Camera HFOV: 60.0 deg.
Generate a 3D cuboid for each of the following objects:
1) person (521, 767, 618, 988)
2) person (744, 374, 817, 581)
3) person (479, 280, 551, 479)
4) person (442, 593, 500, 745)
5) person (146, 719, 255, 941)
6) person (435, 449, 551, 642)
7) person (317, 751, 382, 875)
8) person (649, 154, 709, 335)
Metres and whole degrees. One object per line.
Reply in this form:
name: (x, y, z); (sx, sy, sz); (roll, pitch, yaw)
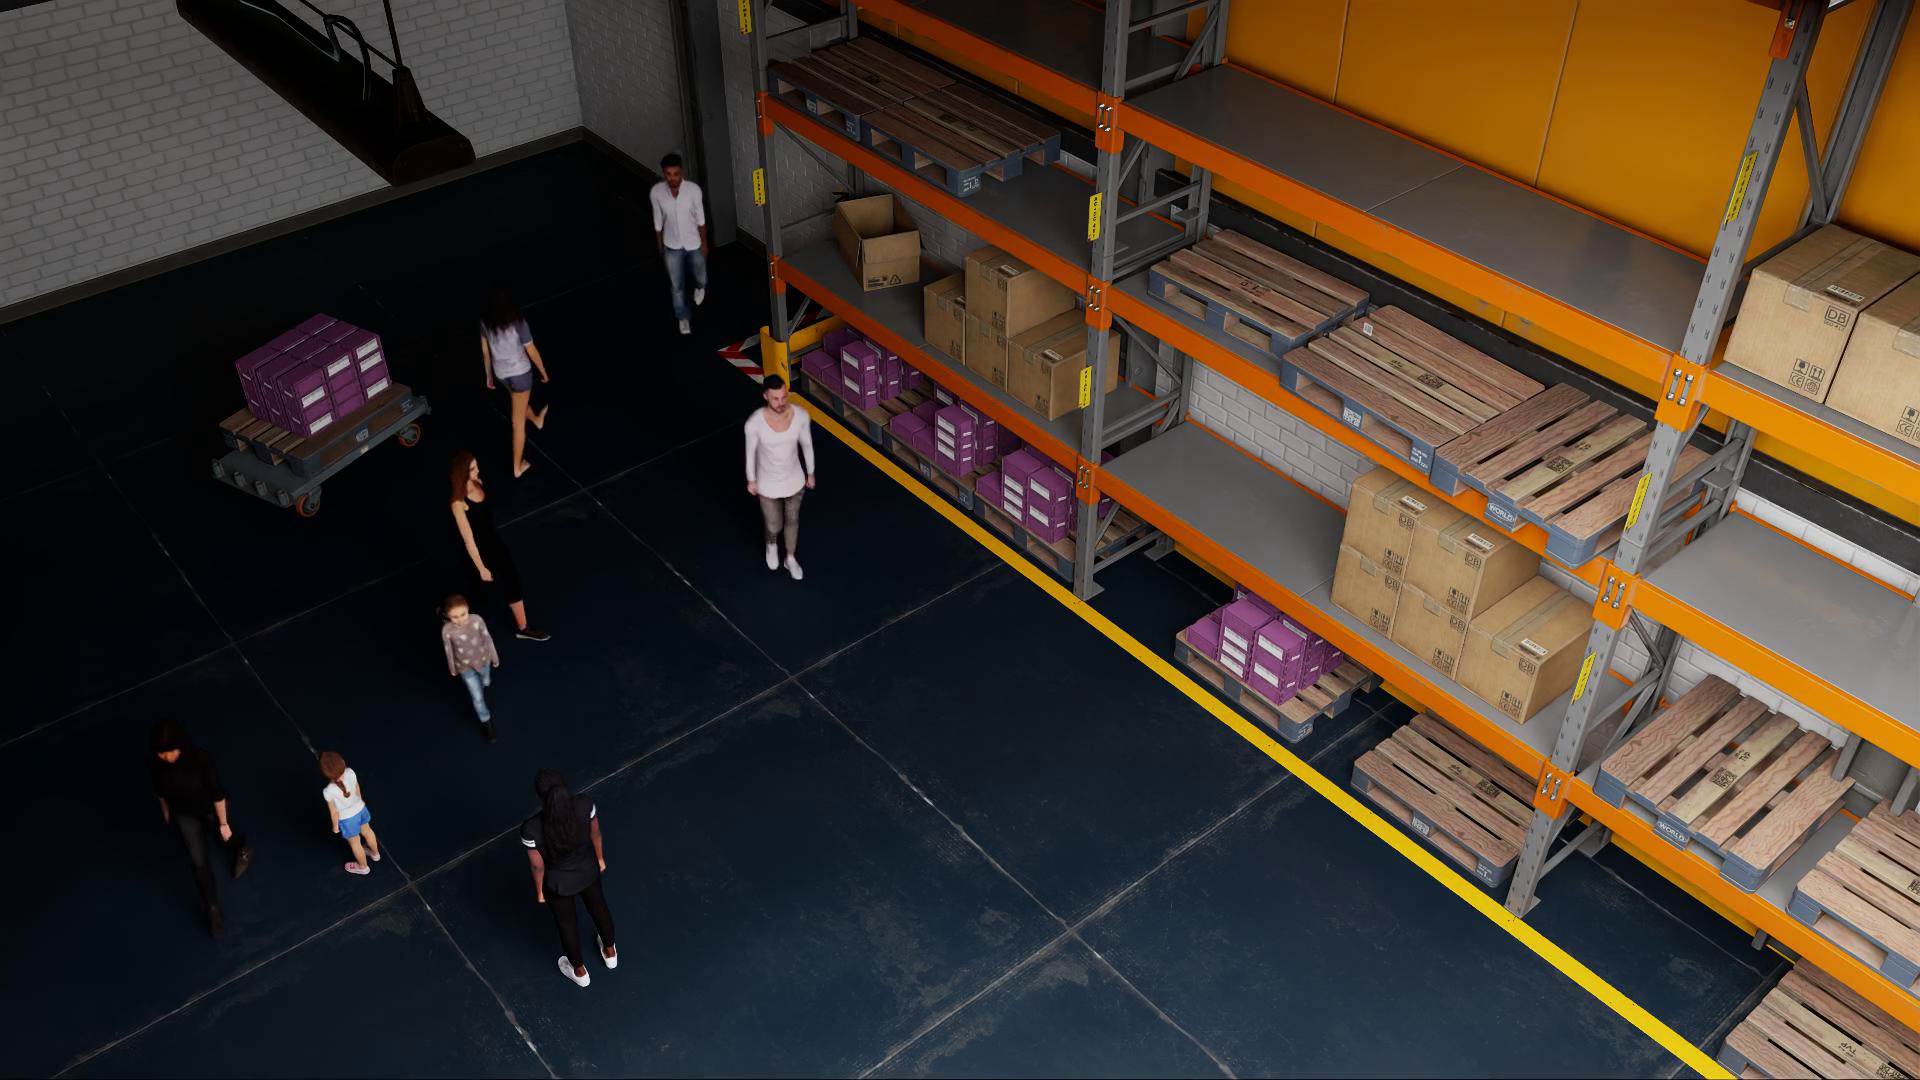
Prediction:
person: (-2.263, 1.940, 9.659); (0.604, 1.729, 0.574); (-26, 45, -29)
person: (-1.394, -0.520, 12.657); (0.773, 1.833, 0.768); (-15, 41, -17)
person: (-3.722, -1.298, 13.750); (1.139, 1.683, 1.112); (8, 39, 10)
person: (-3.381, 0.809, 11.516); (0.583, 1.179, 0.845); (-19, 42, -22)
person: (-4.615, 1.605, 10.179); (0.907, 1.604, 1.072); (-3, 39, -4)
person: (-3.531, 0.086, 12.003); (1.119, 1.700, 0.947); (9, 40, 11)
person: (-3.861, 1.716, 10.509); (0.508, 1.018, 0.477); (17, 42, 20)
person: (-2.600, -2.846, 15.595); (0.917, 1.800, 1.028); (-4, 39, -5)
